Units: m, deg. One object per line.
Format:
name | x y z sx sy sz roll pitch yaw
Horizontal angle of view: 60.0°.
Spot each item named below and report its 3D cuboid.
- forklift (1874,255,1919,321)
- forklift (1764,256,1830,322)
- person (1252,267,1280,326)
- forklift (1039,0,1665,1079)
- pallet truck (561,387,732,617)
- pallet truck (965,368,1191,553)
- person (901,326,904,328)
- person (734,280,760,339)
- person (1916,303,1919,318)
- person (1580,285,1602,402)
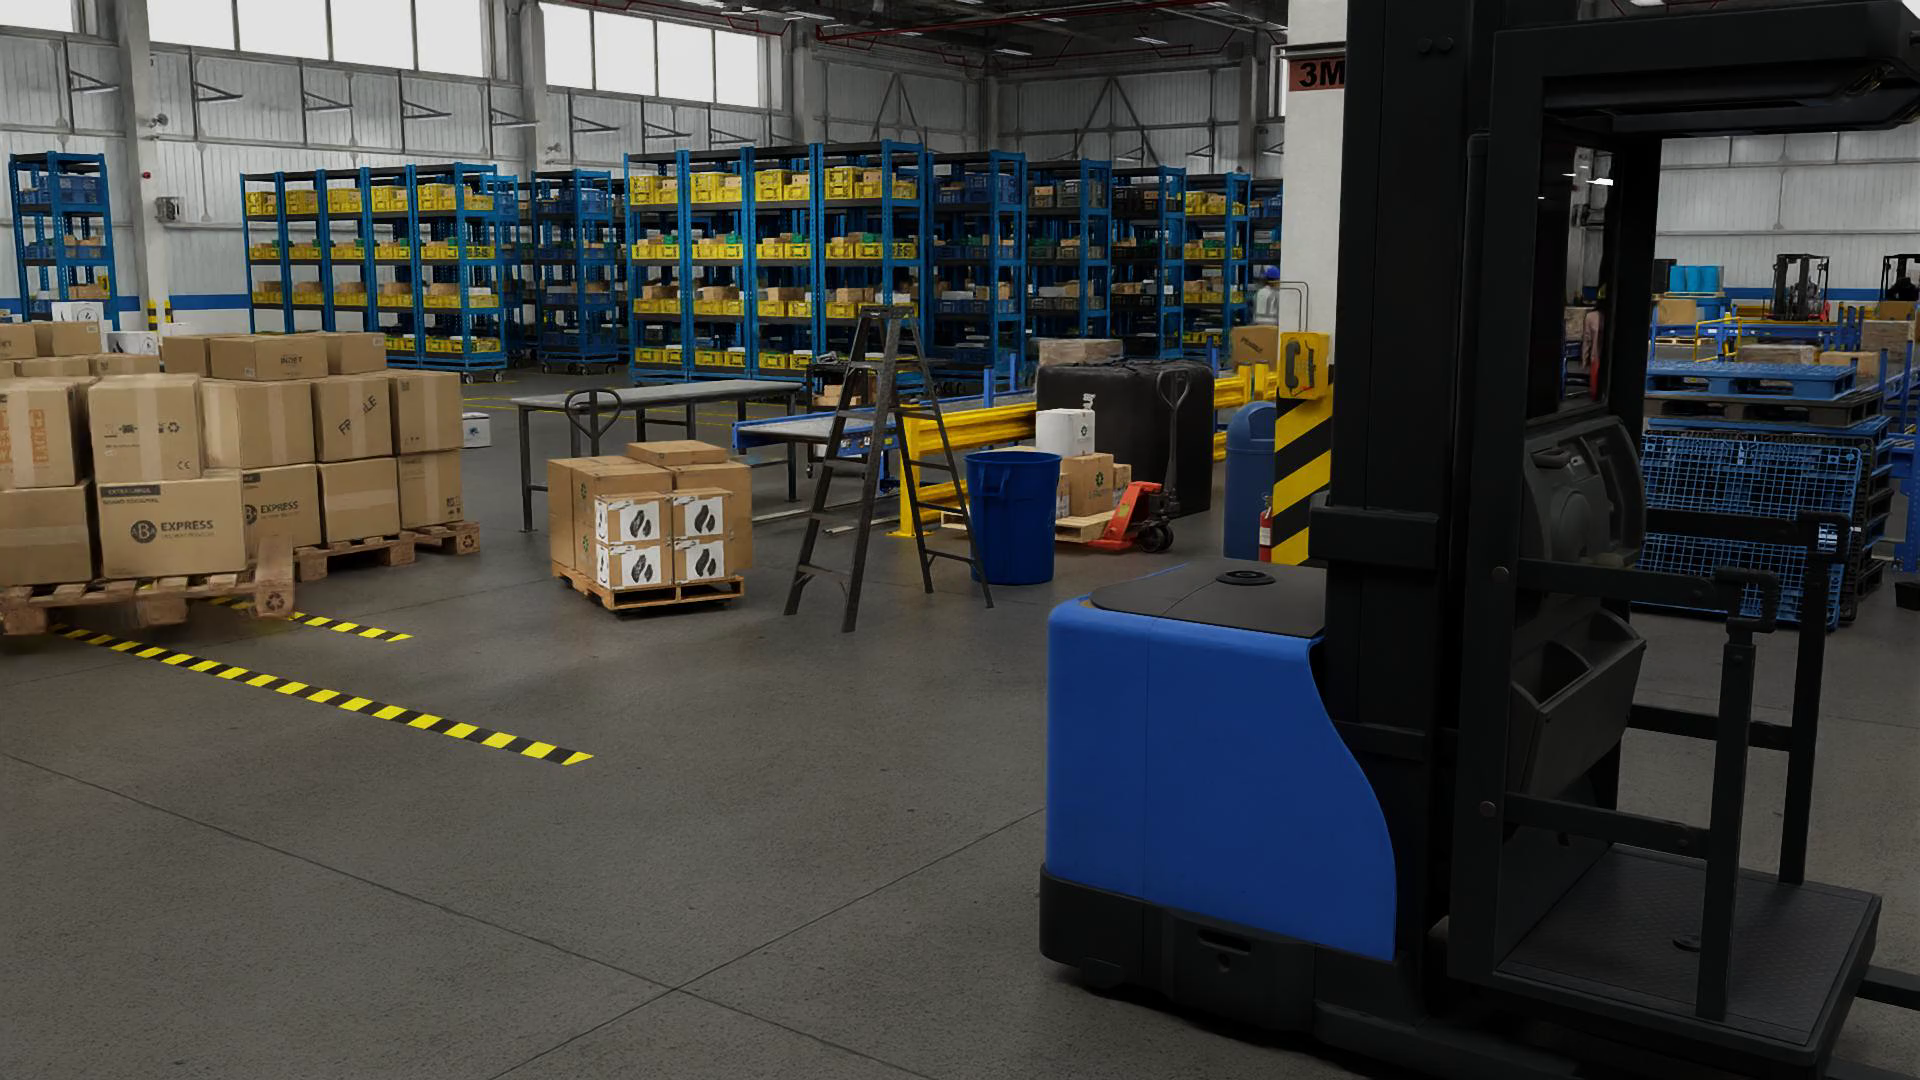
forklift | 22.089 -5.634 38.796 1.157 1.987 2.680 6 11 33
forklift | 20.253 -5.854 40.139 1.157 1.987 2.680 7 12 35
person | 4.829 -3.200 25.464 0.842 1.920 0.601 -4 10 -25
forklift | 1.249 -0.137 4.360 1.873 2.768 1.129 7 12 35
pallet truck | -1.981 -0.274 10.088 0.680 1.201 1.601 -5 11 -28
pallet truck | 0.845 -0.609 11.869 1.630 1.274 0.653 7 12 35
person | -1.386 -4.964 36.181 0.571 1.845 0.382 -3 10 -16
person | -4.012 -4.127 31.419 0.591 1.787 0.927 8 12 39
person | 18.417 -4.240 31.844 0.716 1.869 0.653 7 12 34
person | 8.142 -2.383 21.057 0.545 1.751 0.406 5 11 25
